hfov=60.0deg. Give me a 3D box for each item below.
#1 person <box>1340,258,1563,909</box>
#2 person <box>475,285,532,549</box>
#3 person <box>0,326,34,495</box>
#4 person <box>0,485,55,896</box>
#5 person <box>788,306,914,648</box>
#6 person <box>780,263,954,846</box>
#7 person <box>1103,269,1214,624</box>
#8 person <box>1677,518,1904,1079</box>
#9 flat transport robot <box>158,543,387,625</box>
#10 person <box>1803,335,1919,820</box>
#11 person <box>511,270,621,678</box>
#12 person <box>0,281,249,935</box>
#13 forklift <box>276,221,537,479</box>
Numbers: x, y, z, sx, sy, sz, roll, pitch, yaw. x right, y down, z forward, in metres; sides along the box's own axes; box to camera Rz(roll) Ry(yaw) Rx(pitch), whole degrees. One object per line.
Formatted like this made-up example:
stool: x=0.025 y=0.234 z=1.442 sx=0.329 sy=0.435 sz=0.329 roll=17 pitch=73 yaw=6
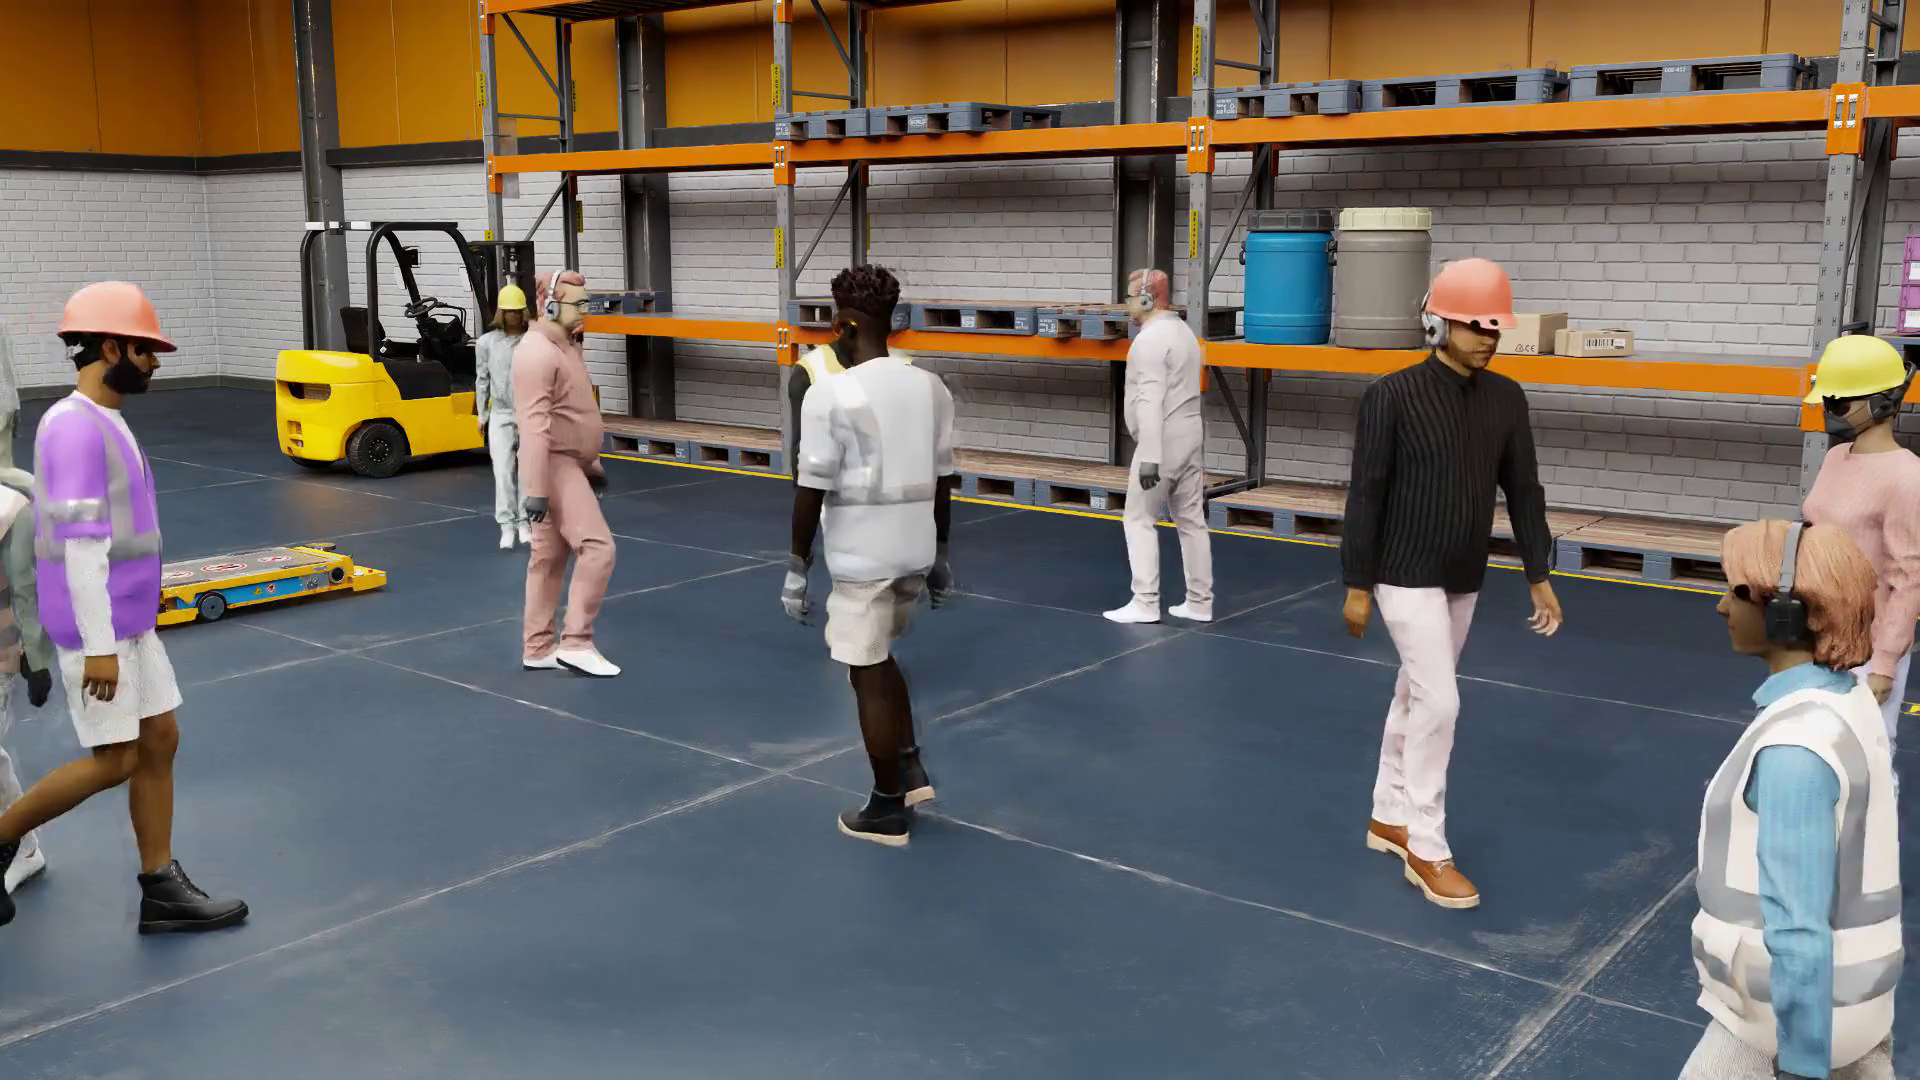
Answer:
person: x=1.523 y=0.125 z=5.139 sx=0.648 sy=1.954 sz=0.752 roll=-6 pitch=12 yaw=-29
person: x=-2.904 y=-0.799 z=10.922 sx=0.512 sy=1.713 sz=0.738 roll=-3 pitch=11 yaw=-17
person: x=-6.090 y=-0.795 z=10.598 sx=0.620 sy=1.843 sz=0.543 roll=-1 pitch=10 yaw=-8
person: x=-2.921 y=0.379 z=4.786 sx=0.529 sy=1.576 sz=0.887 roll=1 pitch=10 yaw=3
person: x=-0.494 y=-0.253 z=7.691 sx=0.621 sy=1.819 sz=0.803 roll=-5 pitch=11 yaw=-25
person: x=-0.306 y=0.056 z=5.595 sx=0.500 sy=1.943 sz=0.615 roll=9 pitch=13 yaw=40
person: x=1.051 y=-0.477 z=8.769 sx=0.623 sy=1.874 sz=0.670 roll=6 pitch=12 yaw=28
person: x=1.329 y=0.749 z=2.727 sx=0.888 sy=1.588 sz=0.545 roll=7 pitch=13 yaw=35
flat transport robot: x=-4.015 y=0.231 z=9.258 sx=0.652 sy=0.197 sz=1.431 roll=8 pitch=13 yaw=38
person: x=2.540 y=0.295 z=4.784 sx=0.327 sy=1.760 sz=0.524 roll=0 pitch=10 yaw=1
person: x=-1.794 y=-0.299 z=7.712 sx=0.608 sy=1.883 sz=0.657 roll=-2 pitch=10 yaw=-11
person: x=-2.518 y=0.227 z=4.738 sx=0.726 sy=1.910 sz=0.580 roll=-3 pitch=11 yaw=-14
forklift: x=-4.922 y=-1.741 z=14.854 sx=1.214 sy=2.155 sz=2.313 roll=8 pitch=13 yaw=38
